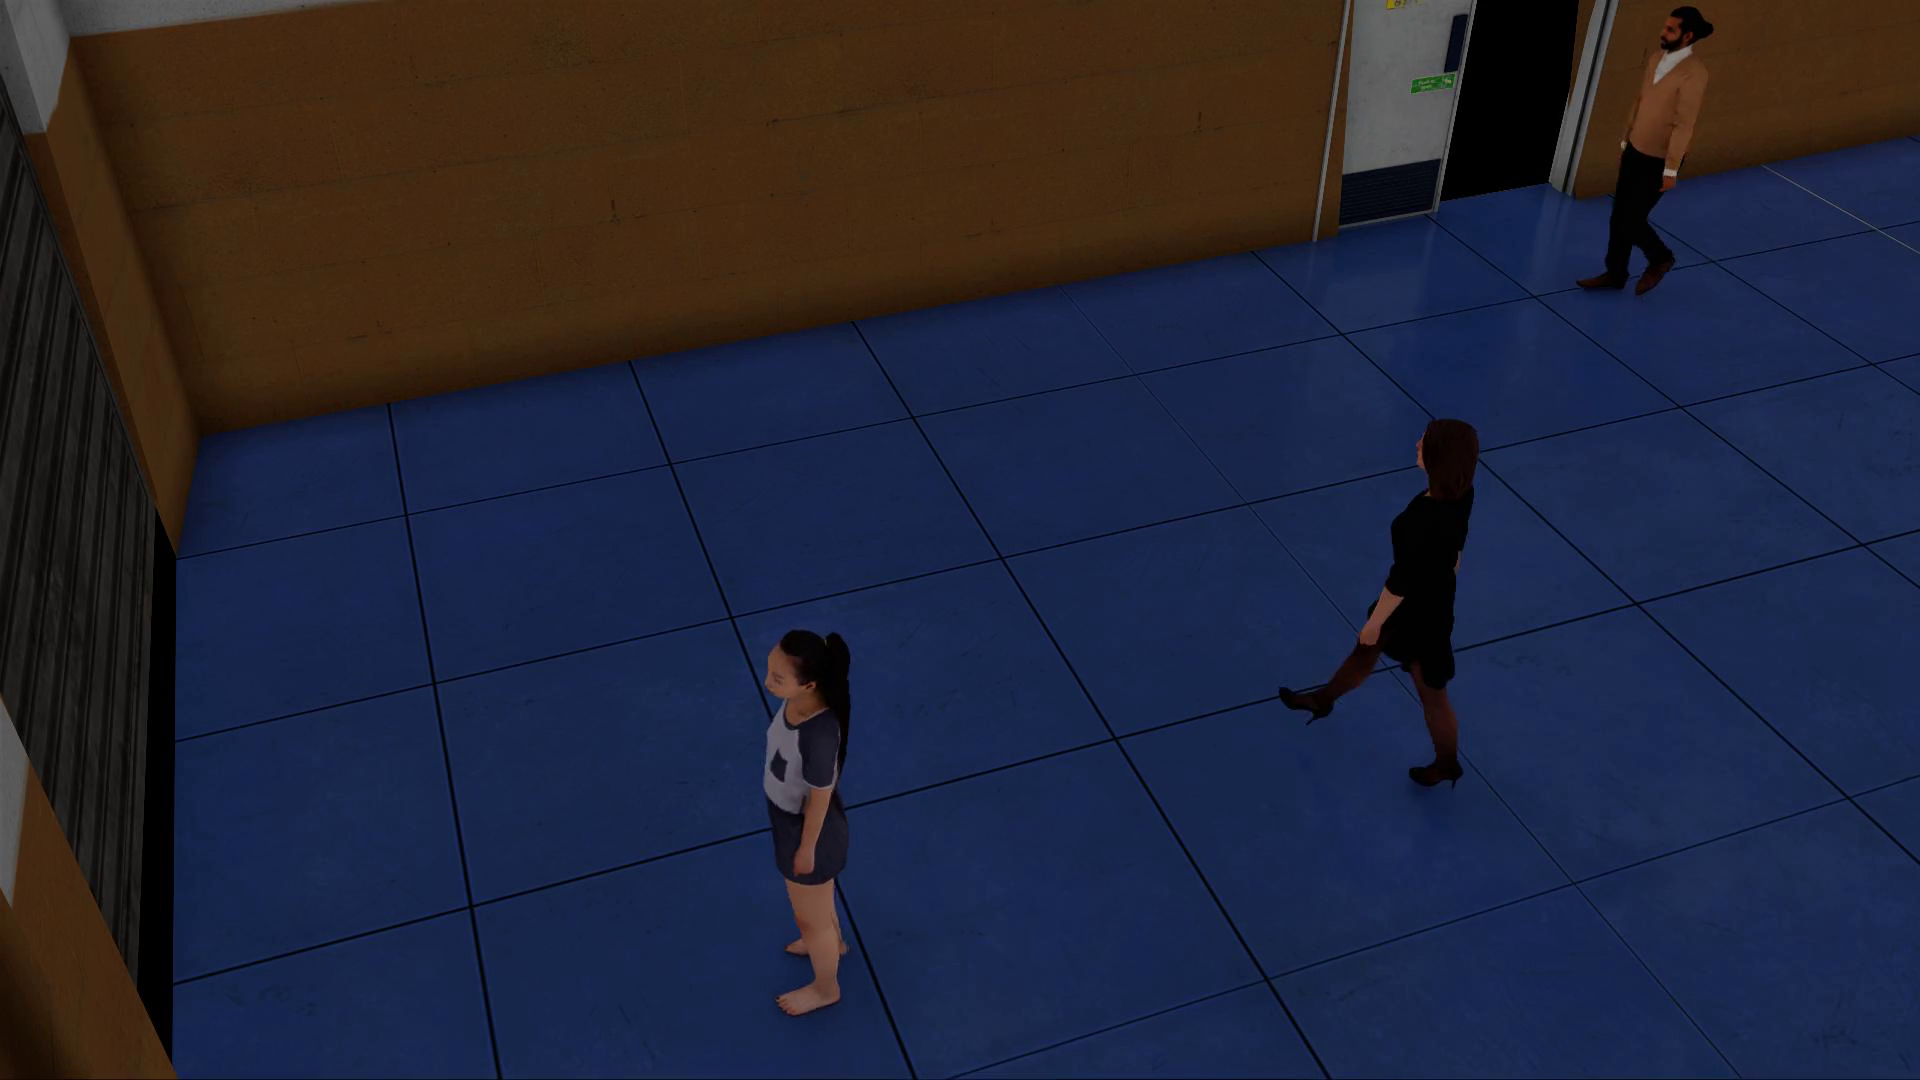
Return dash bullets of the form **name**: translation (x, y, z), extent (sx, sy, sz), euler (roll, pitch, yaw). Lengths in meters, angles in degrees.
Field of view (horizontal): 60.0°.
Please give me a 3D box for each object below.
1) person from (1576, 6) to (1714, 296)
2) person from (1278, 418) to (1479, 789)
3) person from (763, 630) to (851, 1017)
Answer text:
- **person**: translation (4.087, -2.219, 9.651), extent (0.803, 1.745, 0.740), euler (-6, 37, -8)
- **person**: translation (1.827, 0.321, 6.318), extent (1.116, 1.668, 0.987), euler (21, 42, 25)
- **person**: translation (-0.491, 0.939, 5.529), extent (0.713, 1.643, 0.551), euler (-3, 37, -4)
